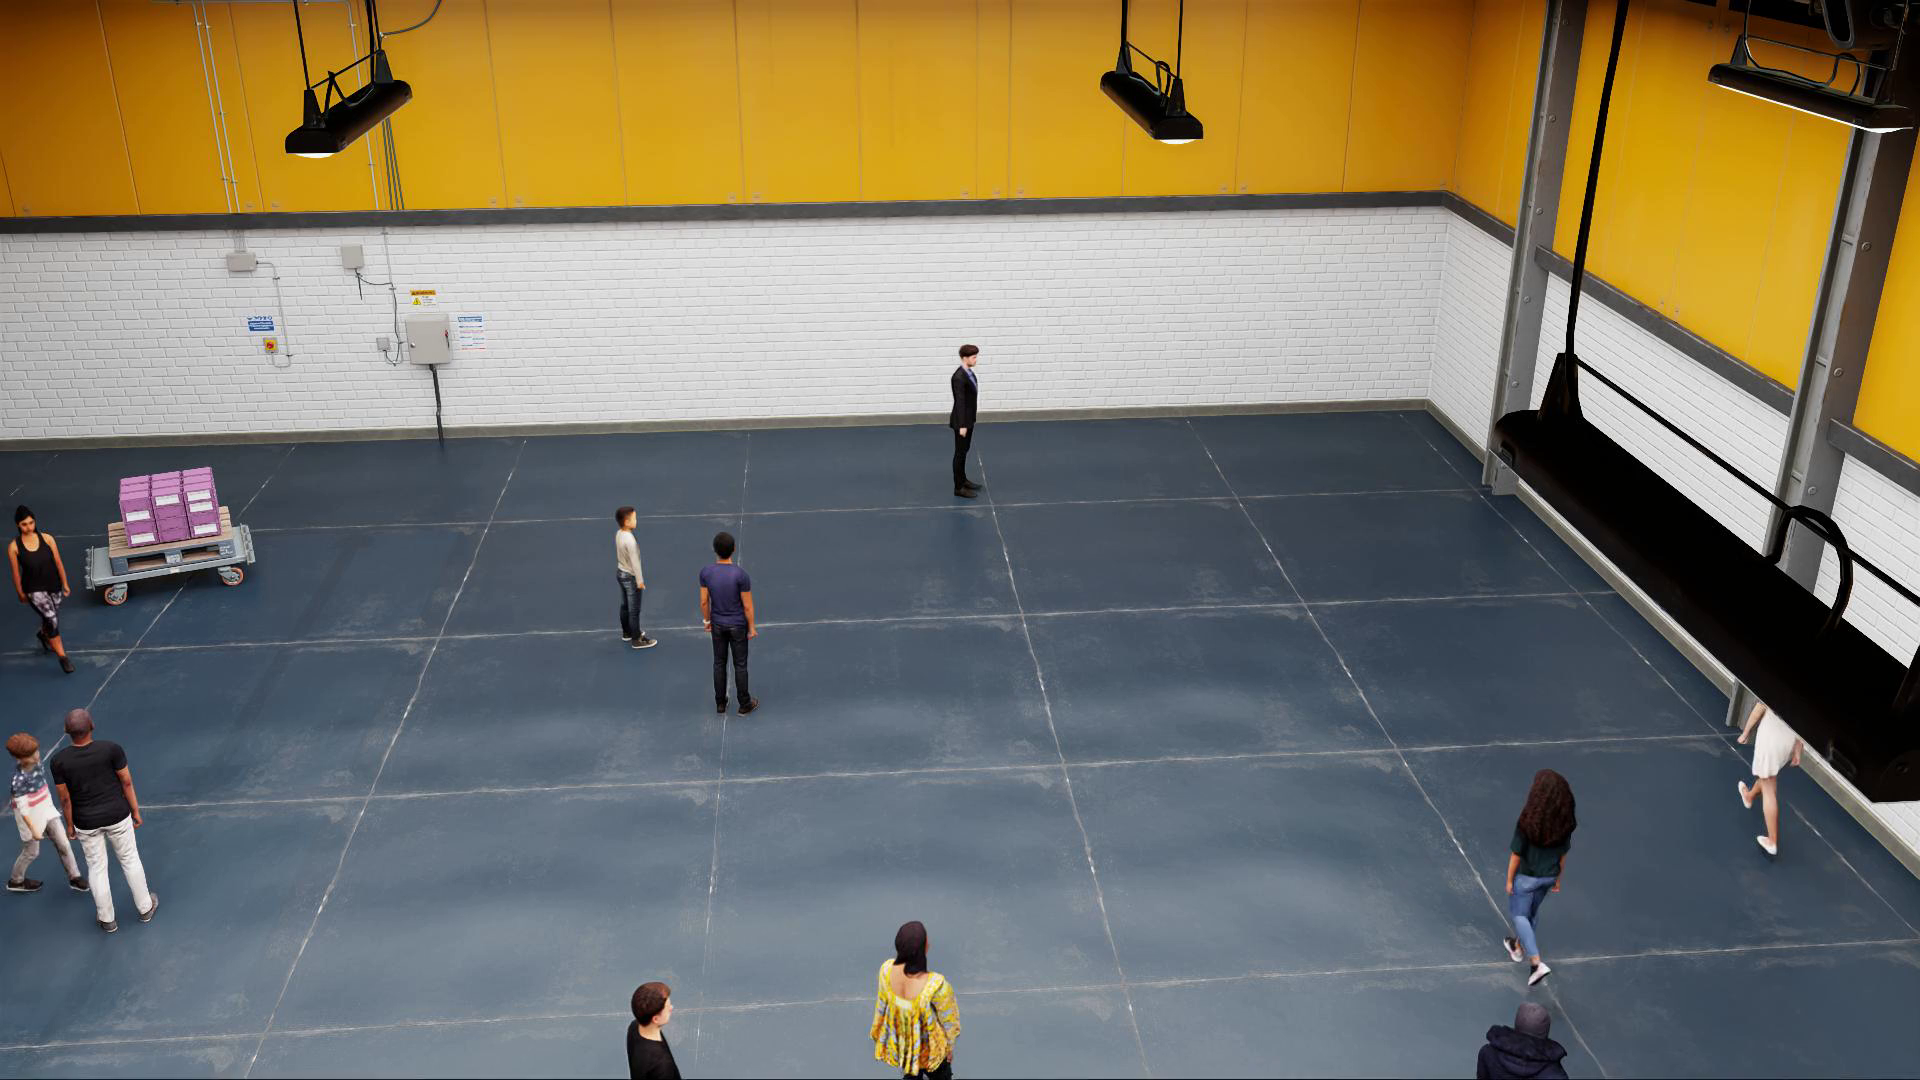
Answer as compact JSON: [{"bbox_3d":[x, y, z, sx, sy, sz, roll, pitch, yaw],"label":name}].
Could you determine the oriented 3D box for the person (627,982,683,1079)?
[{"bbox_3d":[-1.709,3.265,9.324,0.784,1.860,0.646,-11,26,-23],"label":"person"}]

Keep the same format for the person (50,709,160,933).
[{"bbox_3d":[-6.285,2.044,12.184,0.746,1.805,0.739,-12,26,-26],"label":"person"}]

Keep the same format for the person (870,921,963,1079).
[{"bbox_3d":[-0.280,3.066,10.054,0.939,1.639,1.019,13,27,28],"label":"person"}]

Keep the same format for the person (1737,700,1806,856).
[{"bbox_3d":[6.488,1.689,13.180,0.591,1.658,1.160,-1,24,-1],"label":"person"}]

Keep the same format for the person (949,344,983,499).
[{"bbox_3d":[0.043,-1.463,20.108,0.814,1.885,0.650,5,24,10],"label":"person"}]

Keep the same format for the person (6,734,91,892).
[{"bbox_3d":[-7.056,2.083,12.600,0.730,1.401,0.870,2,24,3],"label":"person"}]

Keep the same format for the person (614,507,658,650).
[{"bbox_3d":[-3.275,0.359,16.464,0.692,1.465,0.585,-14,27,-30],"label":"person"}]

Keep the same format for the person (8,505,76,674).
[{"bbox_3d":[-8.886,0.441,16.070,1.104,1.631,1.033,19,30,37],"label":"person"}]

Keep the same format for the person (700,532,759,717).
[{"bbox_3d":[-2.110,0.762,15.127,0.699,1.797,0.621,4,24,10],"label":"person"}]

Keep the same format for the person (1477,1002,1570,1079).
[{"bbox_3d":[3.145,3.321,9.427,0.798,1.674,0.848,16,28,32],"label":"person"}]

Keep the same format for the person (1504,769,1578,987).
[{"bbox_3d":[4.061,2.390,11.651,0.598,1.599,0.933,-3,24,-6],"label":"person"}]
